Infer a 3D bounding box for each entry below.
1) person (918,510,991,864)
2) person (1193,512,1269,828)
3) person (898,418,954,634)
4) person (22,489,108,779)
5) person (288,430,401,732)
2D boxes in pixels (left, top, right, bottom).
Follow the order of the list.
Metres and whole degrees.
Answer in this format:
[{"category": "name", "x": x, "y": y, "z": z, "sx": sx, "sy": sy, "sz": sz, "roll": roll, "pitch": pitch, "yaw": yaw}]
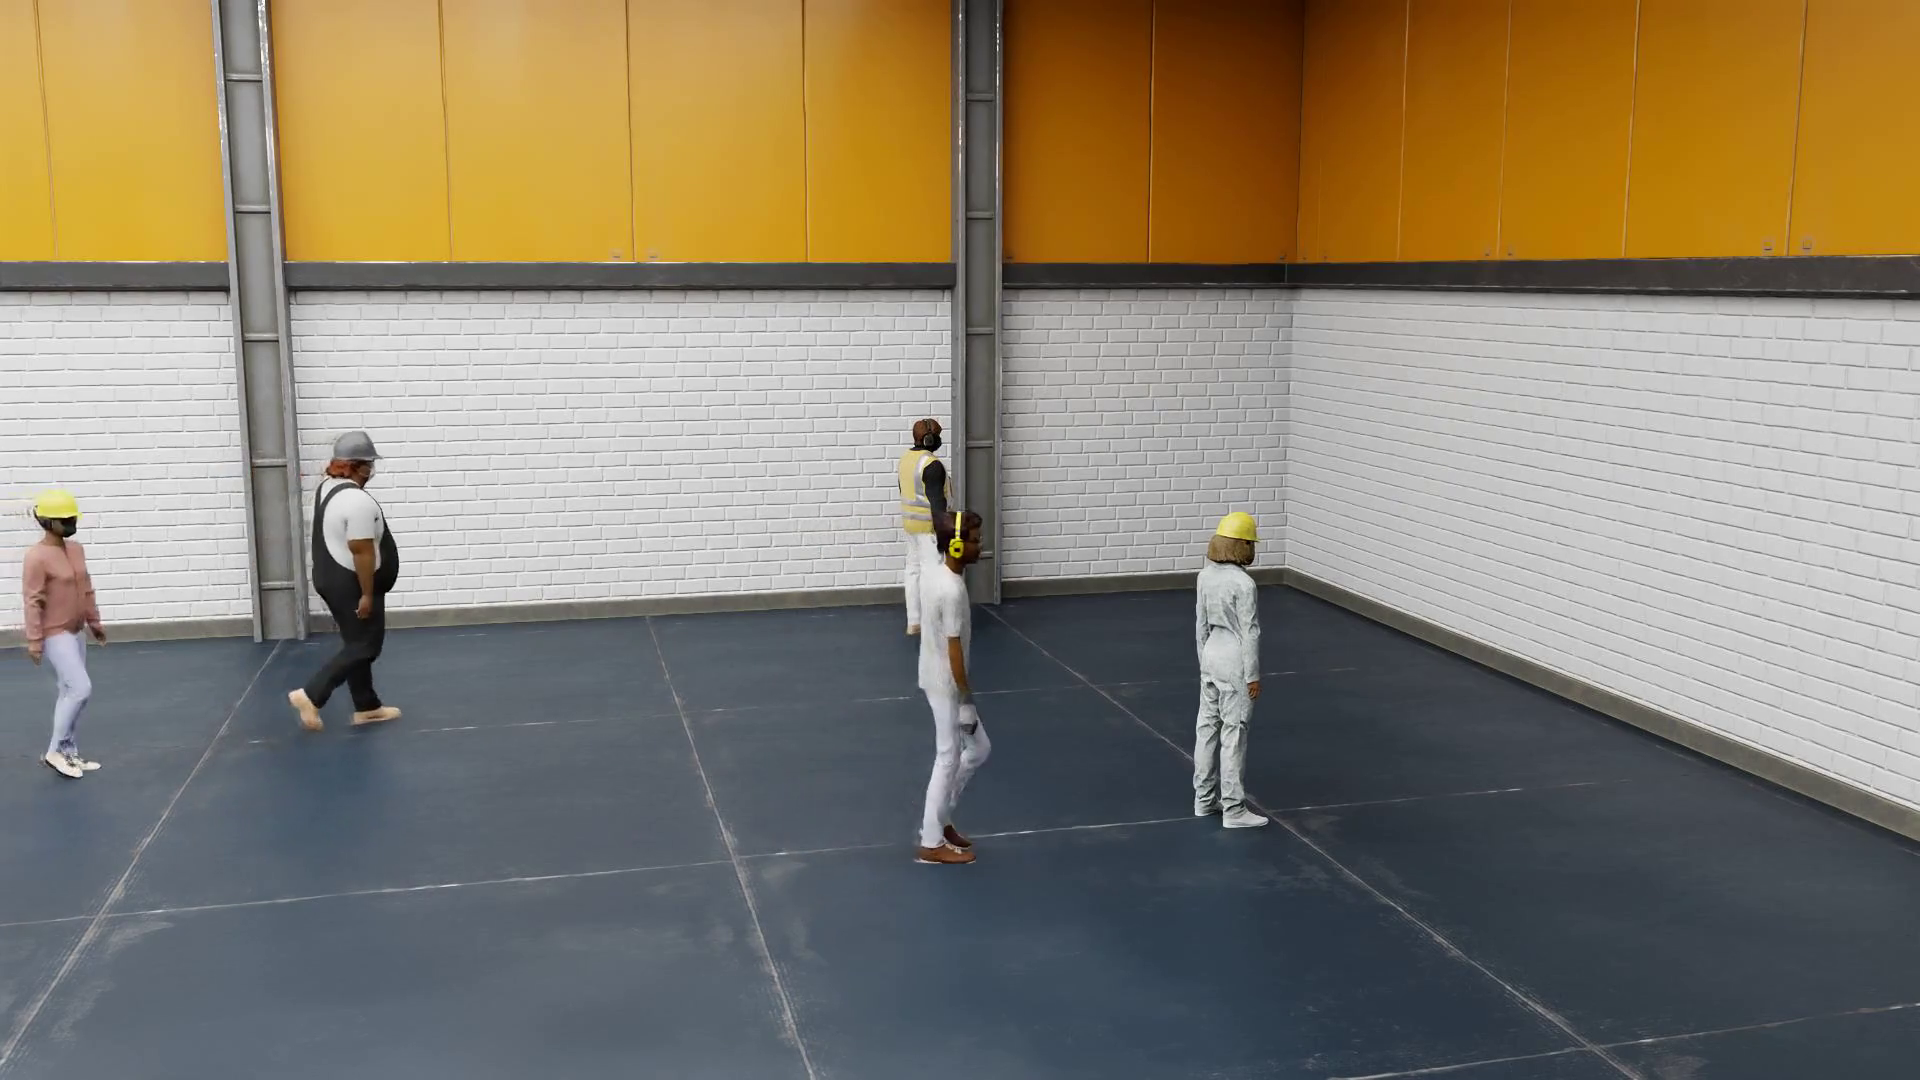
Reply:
[{"category": "person", "x": -0.038, "y": 0.761, "z": 8.506, "sx": 0.435, "sy": 1.850, "sz": 0.534, "roll": 0, "pitch": 9, "yaw": -3}, {"category": "person", "x": 1.497, "y": 0.708, "z": 9.170, "sx": 0.305, "sy": 1.737, "sz": 0.484, "roll": -5, "pitch": 10, "yaw": -29}, {"category": "person", "x": -0.268, "y": -0.090, "z": 13.826, "sx": 0.429, "sy": 1.844, "sz": 0.627, "roll": -5, "pitch": 10, "yaw": -28}, {"category": "person", "x": -5.368, "y": 0.565, "z": 10.024, "sx": 0.421, "sy": 1.756, "sz": 0.531, "roll": 0, "pitch": 9, "yaw": -2}, {"category": "person", "x": -4.073, "y": 0.270, "z": 10.958, "sx": 0.757, "sy": 2.000, "sz": 0.696, "roll": -8, "pitch": 12, "yaw": -41}]
